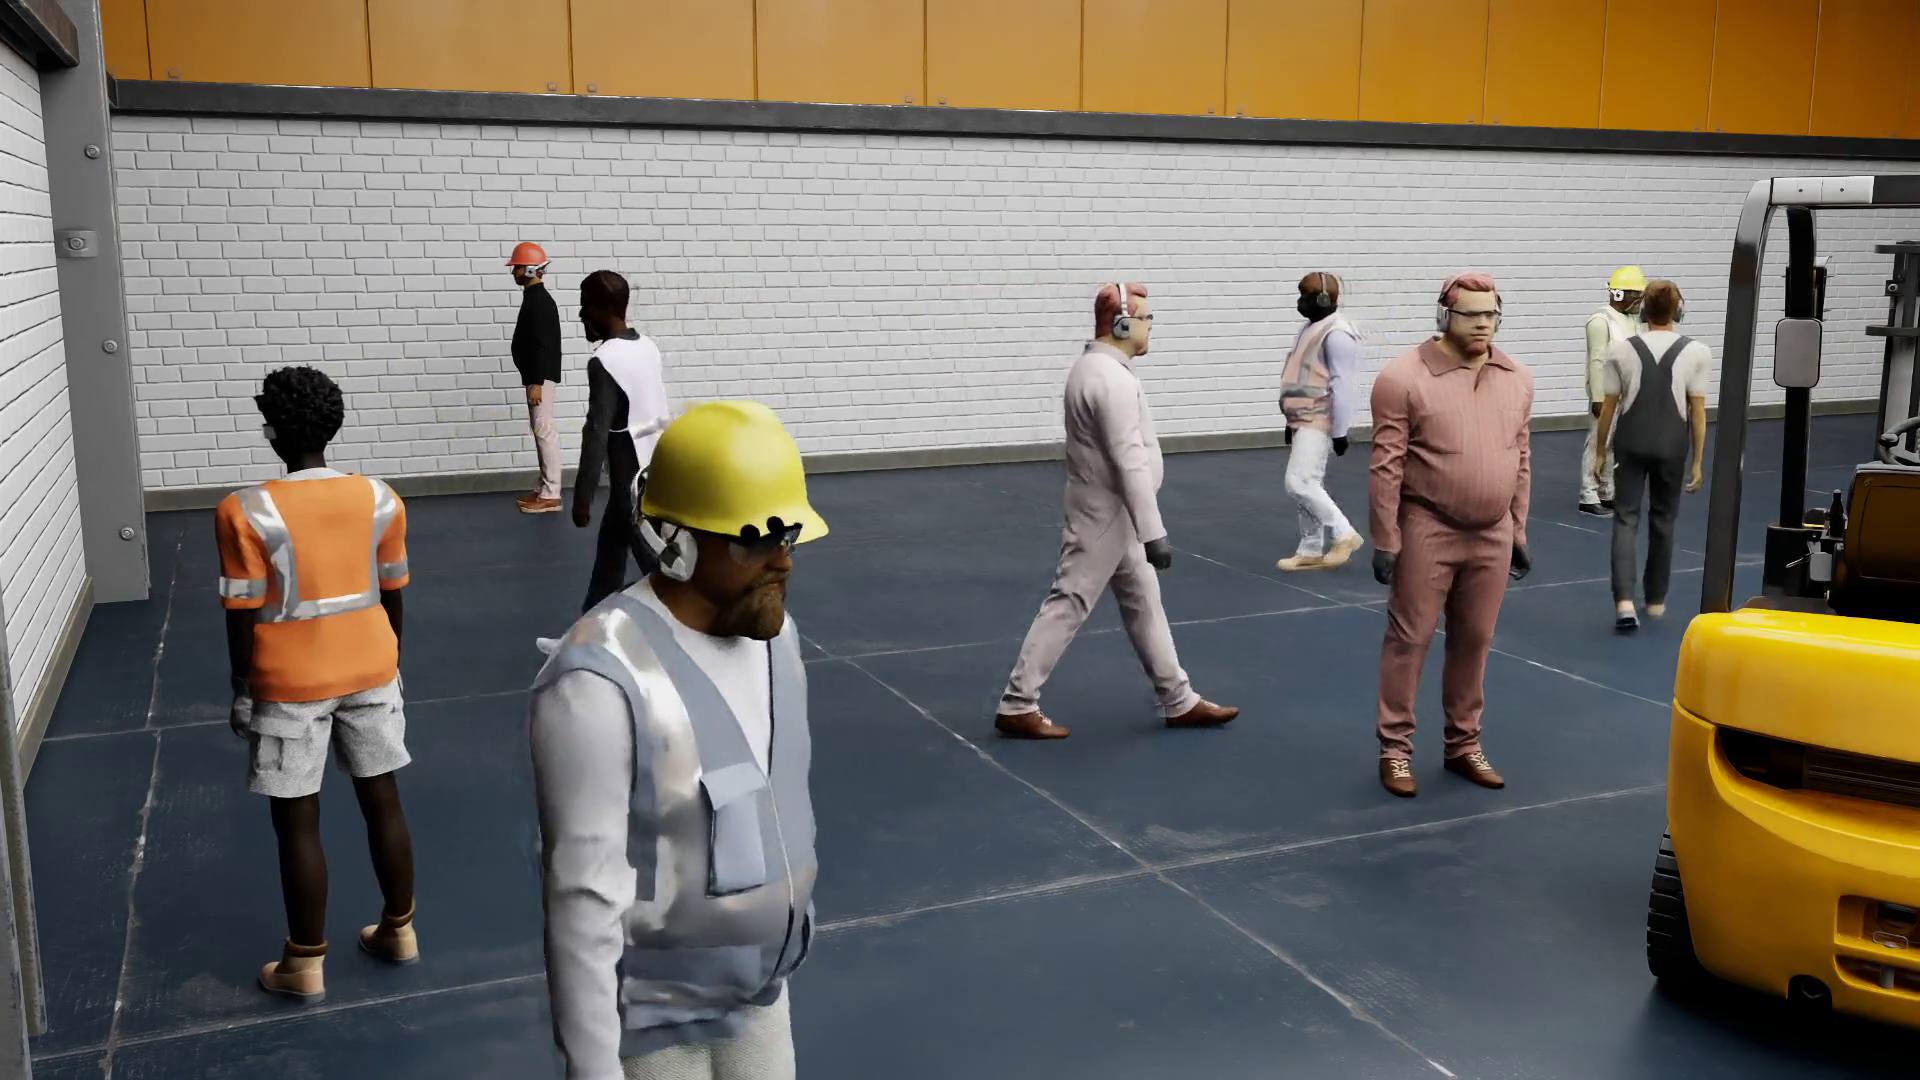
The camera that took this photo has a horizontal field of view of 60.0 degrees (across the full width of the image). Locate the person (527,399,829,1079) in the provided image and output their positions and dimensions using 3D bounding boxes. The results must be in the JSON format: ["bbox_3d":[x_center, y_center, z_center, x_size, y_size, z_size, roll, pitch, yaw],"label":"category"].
[{"bbox_3d":[-0.491,0.662,2.625,0.670,1.799,0.611,6,12,28],"label":"person"}]

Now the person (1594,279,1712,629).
[{"bbox_3d":[3.586,-0.442,8.650,0.524,1.830,0.712,5,11,24],"label":"person"}]

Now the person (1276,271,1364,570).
[{"bbox_3d":[2.142,-0.701,10.056,0.438,1.828,0.629,0,10,-1],"label":"person"}]

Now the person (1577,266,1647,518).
[{"bbox_3d":[4.775,-1.074,12.133,0.595,1.825,0.403,-8,13,-39],"label":"person"}]

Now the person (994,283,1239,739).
[{"bbox_3d":[0.614,-0.098,6.698,1.028,1.850,0.642,0,10,1],"label":"person"}]

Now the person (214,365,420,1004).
[{"bbox_3d":[-1.716,0.380,4.482,0.321,1.690,0.529,8,13,38],"label":"person"}]

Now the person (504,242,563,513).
[{"bbox_3d":[-3.151,-1.204,12.366,0.382,1.995,0.612,-3,11,-17],"label":"person"}]

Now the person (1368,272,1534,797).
[{"bbox_3d":[1.804,-0.015,6.060,0.652,1.904,0.402,-3,11,-14],"label":"person"}]

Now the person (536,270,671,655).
[{"bbox_3d":[-1.613,-0.281,7.614,0.959,1.869,0.602,1,10,7],"label":"person"}]

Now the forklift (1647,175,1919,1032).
[{"bbox_3d":[2.810,0.094,4.662,1.214,2.155,2.313,7,12,34],"label":"forklift"}]
